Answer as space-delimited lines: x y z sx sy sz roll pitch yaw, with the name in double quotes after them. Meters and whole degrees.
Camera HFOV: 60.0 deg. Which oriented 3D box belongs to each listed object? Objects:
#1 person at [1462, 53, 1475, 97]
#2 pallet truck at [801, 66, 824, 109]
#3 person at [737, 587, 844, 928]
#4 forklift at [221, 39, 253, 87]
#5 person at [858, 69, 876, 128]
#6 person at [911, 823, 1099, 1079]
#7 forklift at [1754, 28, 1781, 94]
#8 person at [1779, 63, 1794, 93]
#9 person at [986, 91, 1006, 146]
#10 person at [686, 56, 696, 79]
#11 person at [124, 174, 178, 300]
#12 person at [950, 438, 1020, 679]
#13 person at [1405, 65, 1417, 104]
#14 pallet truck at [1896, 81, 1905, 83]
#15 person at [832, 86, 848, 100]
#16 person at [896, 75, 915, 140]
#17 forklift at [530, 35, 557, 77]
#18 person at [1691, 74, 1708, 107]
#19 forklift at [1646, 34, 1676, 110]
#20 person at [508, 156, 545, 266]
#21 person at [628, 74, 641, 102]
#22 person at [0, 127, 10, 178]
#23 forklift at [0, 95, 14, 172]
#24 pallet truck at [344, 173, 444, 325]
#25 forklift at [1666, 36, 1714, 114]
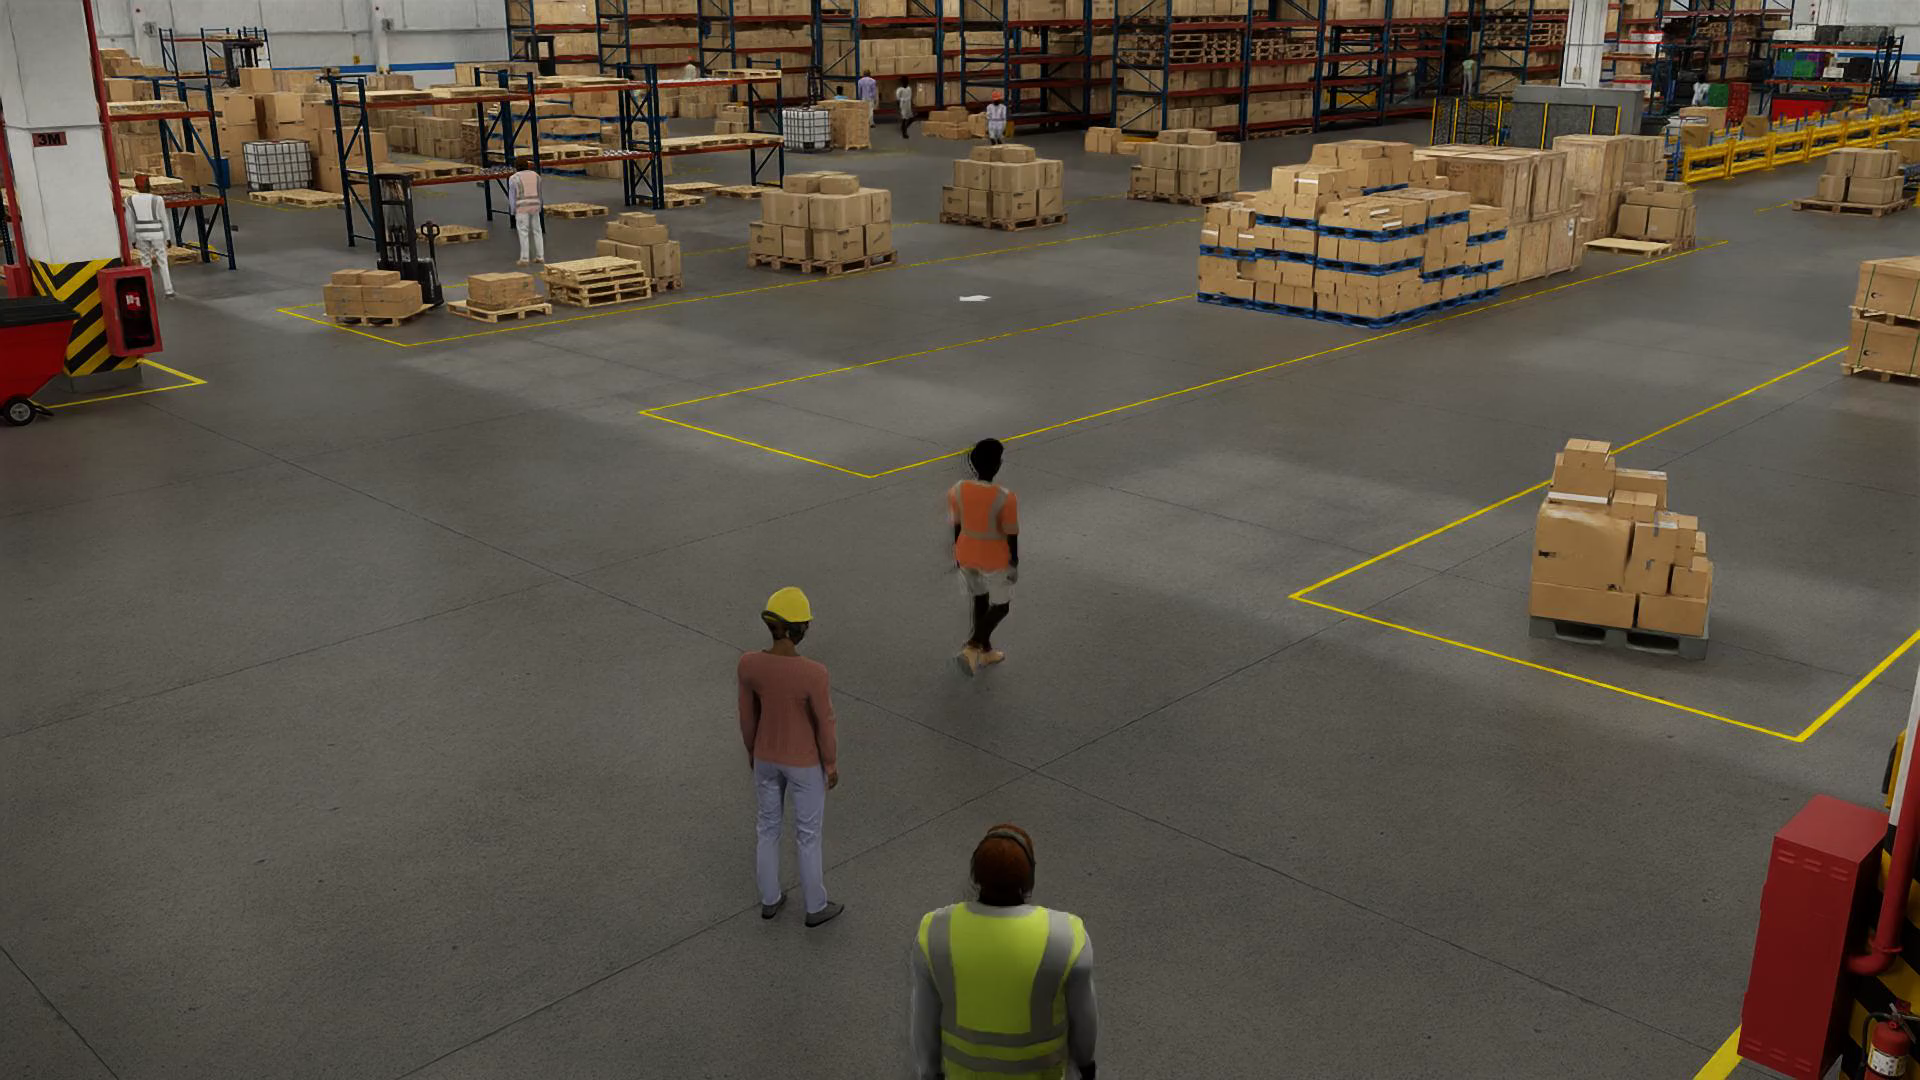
22.050 -20.164 72.165 0.405 1.840 0.575 -17 25 -42 "person"
-4.812 -15.182 56.903 0.823 1.965 1.885 -9 21 -26 "pallet truck"
-0.839 1.082 8.276 0.523 1.760 0.327 8 20 22 "person"
-25.471 -16.298 58.885 1.873 2.768 1.129 17 25 41 "forklift"
-3.116 -14.881 56.087 0.629 1.940 0.372 4 19 13 "person"
0.169 1.842 5.882 0.629 1.827 0.453 4 19 12 "person"
36.025 -21.471 74.470 1.129 2.768 1.873 17 25 41 "forklift"
32.802 -18.164 65.990 0.626 1.926 0.583 10 21 28 "person"
0.978 -11.168 44.973 0.550 1.904 0.712 0 18 1 "person"
-10.766 -18.274 66.264 0.675 1.977 0.628 -16 24 -39 "person"
-12.192 -4.551 25.053 0.573 1.883 0.356 -3 19 -9 "person"
0.140 0.141 11.236 0.535 1.678 0.599 12 22 33 "person"
17.882 -17.928 65.756 0.349 1.618 0.526 6 19 19 "person"
34.802 -16.331 61.455 0.653 1.274 1.630 17 25 41 "pallet truck"
-3.745 -13.089 51.107 0.538 1.674 0.689 -13 22 -34 "person"
-1.684 -13.470 51.815 0.638 1.949 0.424 -16 24 -40 "person"
-15.770 -17.726 63.188 1.873 2.768 1.129 14 23 35 "forklift"
26.094 -15.587 58.672 0.890 1.647 0.539 -16 24 -40 "person"
27.142 -18.205 64.631 1.129 2.768 1.873 17 25 41 "forklift"
-7.371 -5.583 28.248 0.431 1.835 0.624 16 24 40 "person"
-10.516 -14.061 53.672 0.441 1.898 0.628 5 19 14 "person"
-22.728 -9.313 39.349 0.480 1.925 0.629 9 20 25 "person"
-24.286 -10.810 42.349 1.129 2.768 1.873 17 25 41 "forklift"
-8.209 -4.181 23.757 0.823 1.965 1.885 3 19 9 "pallet truck"
27.341 -17.291 61.877 1.129 2.768 1.873 17 25 41 "forklift"
